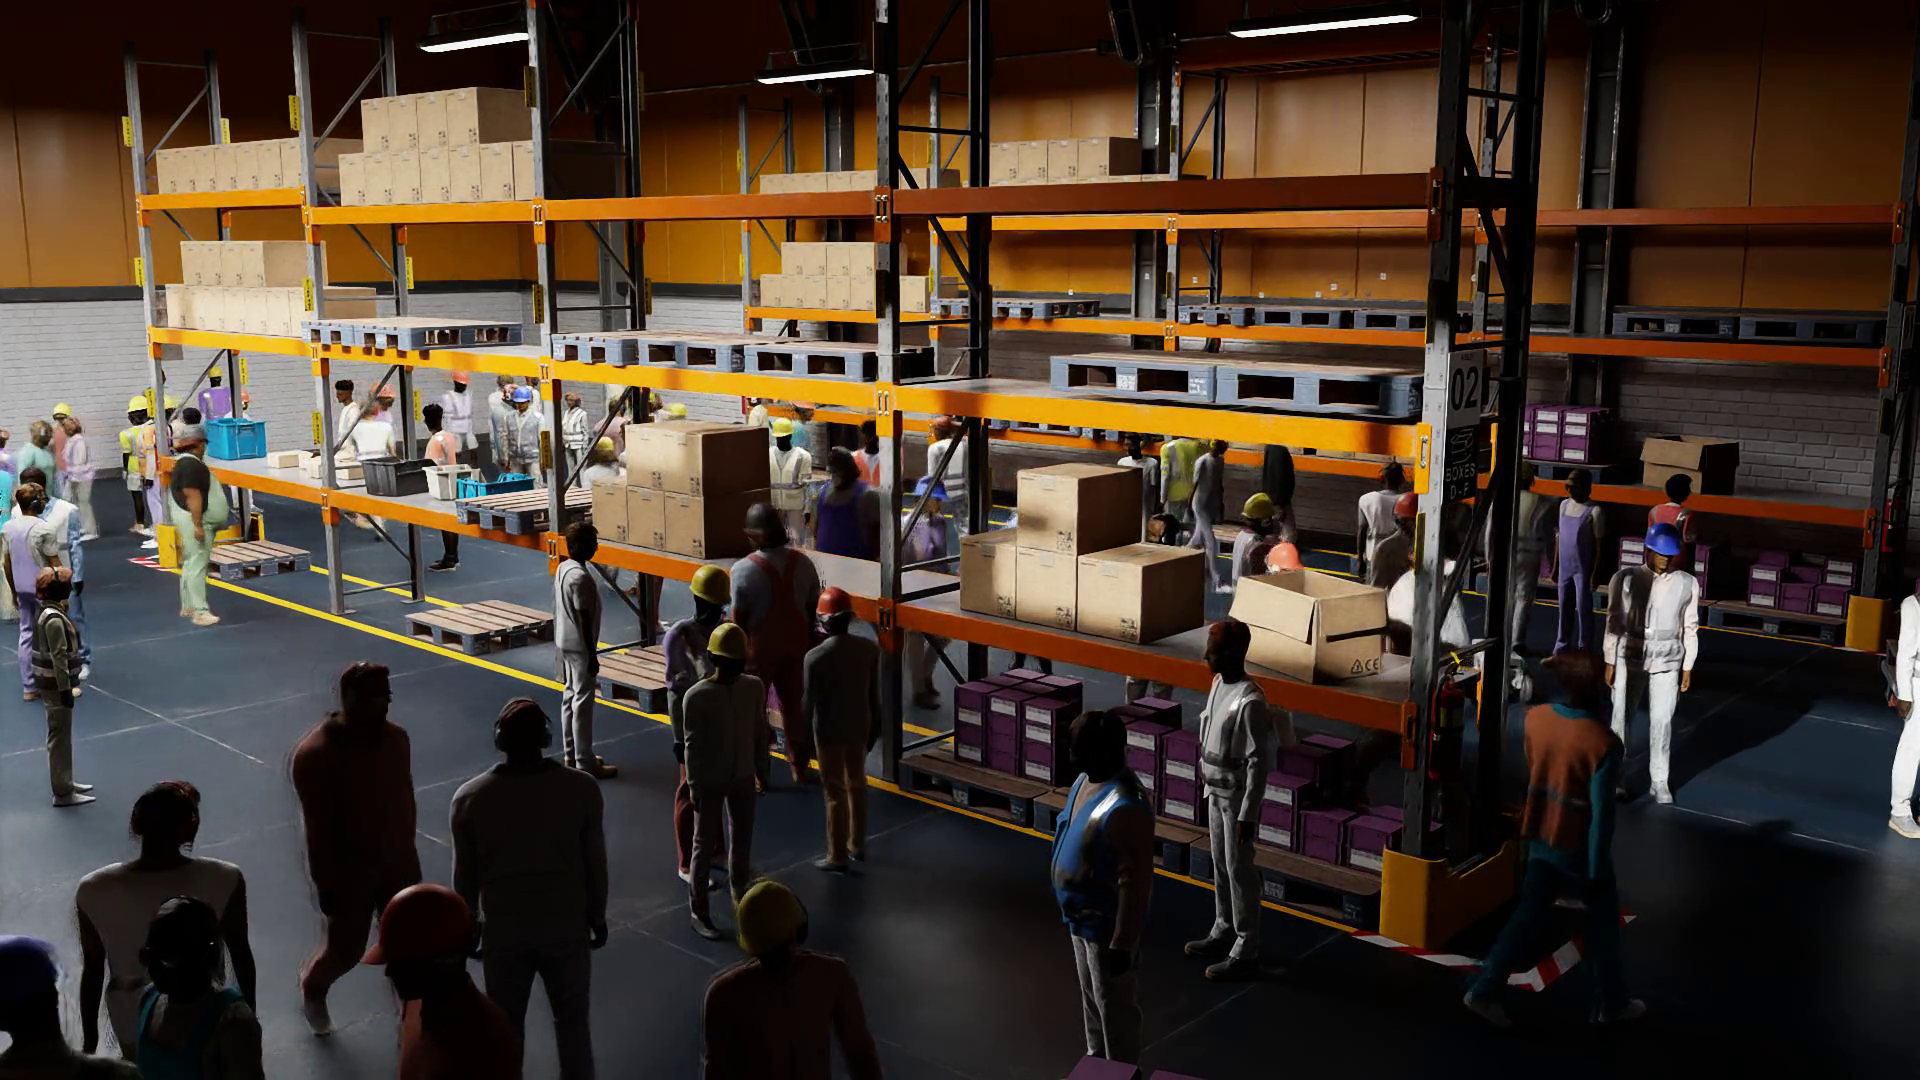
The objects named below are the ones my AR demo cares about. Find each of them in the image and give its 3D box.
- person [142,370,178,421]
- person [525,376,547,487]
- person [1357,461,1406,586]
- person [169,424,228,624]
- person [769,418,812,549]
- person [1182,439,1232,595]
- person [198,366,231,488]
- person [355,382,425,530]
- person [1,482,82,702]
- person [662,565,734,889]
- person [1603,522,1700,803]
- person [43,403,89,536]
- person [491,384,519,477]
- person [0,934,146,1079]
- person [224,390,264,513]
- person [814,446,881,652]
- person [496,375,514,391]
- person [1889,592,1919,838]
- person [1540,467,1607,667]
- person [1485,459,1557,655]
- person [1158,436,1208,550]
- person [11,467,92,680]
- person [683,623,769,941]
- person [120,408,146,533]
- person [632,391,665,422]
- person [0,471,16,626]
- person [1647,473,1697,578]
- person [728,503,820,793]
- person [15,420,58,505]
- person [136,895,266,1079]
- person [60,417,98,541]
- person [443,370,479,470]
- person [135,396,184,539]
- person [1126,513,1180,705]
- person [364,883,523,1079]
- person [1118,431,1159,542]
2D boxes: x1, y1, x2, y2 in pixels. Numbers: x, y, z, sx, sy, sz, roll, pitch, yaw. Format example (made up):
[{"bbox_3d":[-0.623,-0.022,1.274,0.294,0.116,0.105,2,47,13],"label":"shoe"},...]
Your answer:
[{"bbox_3d":[-12.702,-1.808,26.486,0.504,1.839,0.344,-1,10,-4],"label":"person"},{"bbox_3d":[-6.722,-1.748,26.056,0.355,1.876,0.574,-9,14,-42],"label":"person"},{"bbox_3d":[3.901,0.200,15.159,0.562,1.833,0.399,3,11,17],"label":"person"},{"bbox_3d":[-7.675,-0.194,16.788,0.534,2.000,0.790,-6,12,-30],"label":"person"},{"bbox_3d":[-1.904,-0.383,18.213,0.588,1.917,0.397,3,10,16],"label":"person"},{"bbox_3d":[2.642,-0.323,18.200,0.987,1.819,0.579,8,13,37],"label":"person"},{"bbox_3d":[-11.512,-1.734,25.853,0.588,1.919,0.401,-10,14,-43],"label":"person"},{"bbox_3d":[-7.605,-1.101,22.077,1.073,1.983,0.634,0,10,1],"label":"person"},{"bbox_3d":[-7.626,0.438,13.765,0.518,1.844,0.332,2,10,12],"label":"person"},{"bbox_3d":[-1.492,1.090,9.879,0.382,1.917,0.585,6,12,31],"label":"person"},{"bbox_3d":[4.687,0.829,11.300,0.605,1.939,0.418,2,10,10],"label":"person"},{"bbox_3d":[-11.504,-0.882,21.455,0.522,1.769,0.318,-4,11,-21],"label":"person"},{"bbox_3d":[-6.133,-1.184,22.802,0.394,1.900,0.653,3,10,16],"label":"person"},{"bbox_3d":[-2.484,2.024,4.622,0.647,1.905,0.473,-1,10,-5],"label":"person"},{"bbox_3d":[-10.176,-1.259,23.622,0.573,1.748,0.342,7,12,34],"label":"person"},{"bbox_3d":[-0.997,0.112,15.059,0.689,2.000,0.715,6,12,30],"label":"person"},{"bbox_3d":[-7.653,-2.052,28.133,0.314,1.743,0.493,2,10,10],"label":"person"},{"bbox_3d":[6.259,0.969,10.660,0.584,1.882,0.348,-3,10,-15],"label":"person"},{"bbox_3d":[5.468,0.266,14.751,0.350,1.843,0.506,-5,11,-24],"label":"person"},{"bbox_3d":[5.229,0.149,15.485,0.618,1.817,0.542,6,12,29],"label":"person"},{"bbox_3d":[2.522,-0.514,18.916,0.589,1.927,0.387,-4,11,-20],"label":"person"},{"bbox_3d":[-7.869,0.309,14.422,0.591,1.876,0.446,1,10,4],"label":"person"},{"bbox_3d":[-1.263,1.308,9.106,0.523,1.759,0.351,-9,13,-41],"label":"person"},{"bbox_3d":[-10.812,-0.935,21.951,0.316,1.696,0.540,6,11,29],"label":"person"},{"bbox_3d":[-4.418,-1.266,23.698,0.492,1.740,0.324,-5,11,-26],"label":"person"},{"bbox_3d":[-9.586,-0.019,16.441,0.397,1.818,0.610,5,11,28],"label":"person"},{"bbox_3d":[6.575,0.229,15.367,0.322,1.697,0.533,-4,11,-23],"label":"person"},{"bbox_3d":[-1.323,0.726,11.587,0.730,2.000,0.535,-7,12,-34],"label":"person"},{"bbox_3d":[-10.003,-0.334,18.024,0.395,1.901,0.672,0,10,-2],"label":"person"},{"bbox_3d":[-2.330,1.971,5.098,0.514,1.846,0.336,6,11,29],"label":"person"},{"bbox_3d":[-11.293,-0.763,21.208,0.517,1.612,0.534,-10,14,-43],"label":"person"},{"bbox_3d":[-7.582,-1.662,25.465,0.754,1.902,0.584,7,12,35],"label":"person"},{"bbox_3d":[-10.095,-0.891,21.210,0.999,1.873,0.602,-2,10,-9],"label":"person"},{"bbox_3d":[1.456,0.704,12.323,0.429,1.831,0.631,-9,13,-41],"label":"person"},{"bbox_3d":[-1.468,1.948,4.847,0.404,1.983,0.634,-8,13,-39],"label":"person"},{"bbox_3d":[1.872,-0.255,17.673,0.528,1.856,0.349,7,12,35],"label":"person"}]
